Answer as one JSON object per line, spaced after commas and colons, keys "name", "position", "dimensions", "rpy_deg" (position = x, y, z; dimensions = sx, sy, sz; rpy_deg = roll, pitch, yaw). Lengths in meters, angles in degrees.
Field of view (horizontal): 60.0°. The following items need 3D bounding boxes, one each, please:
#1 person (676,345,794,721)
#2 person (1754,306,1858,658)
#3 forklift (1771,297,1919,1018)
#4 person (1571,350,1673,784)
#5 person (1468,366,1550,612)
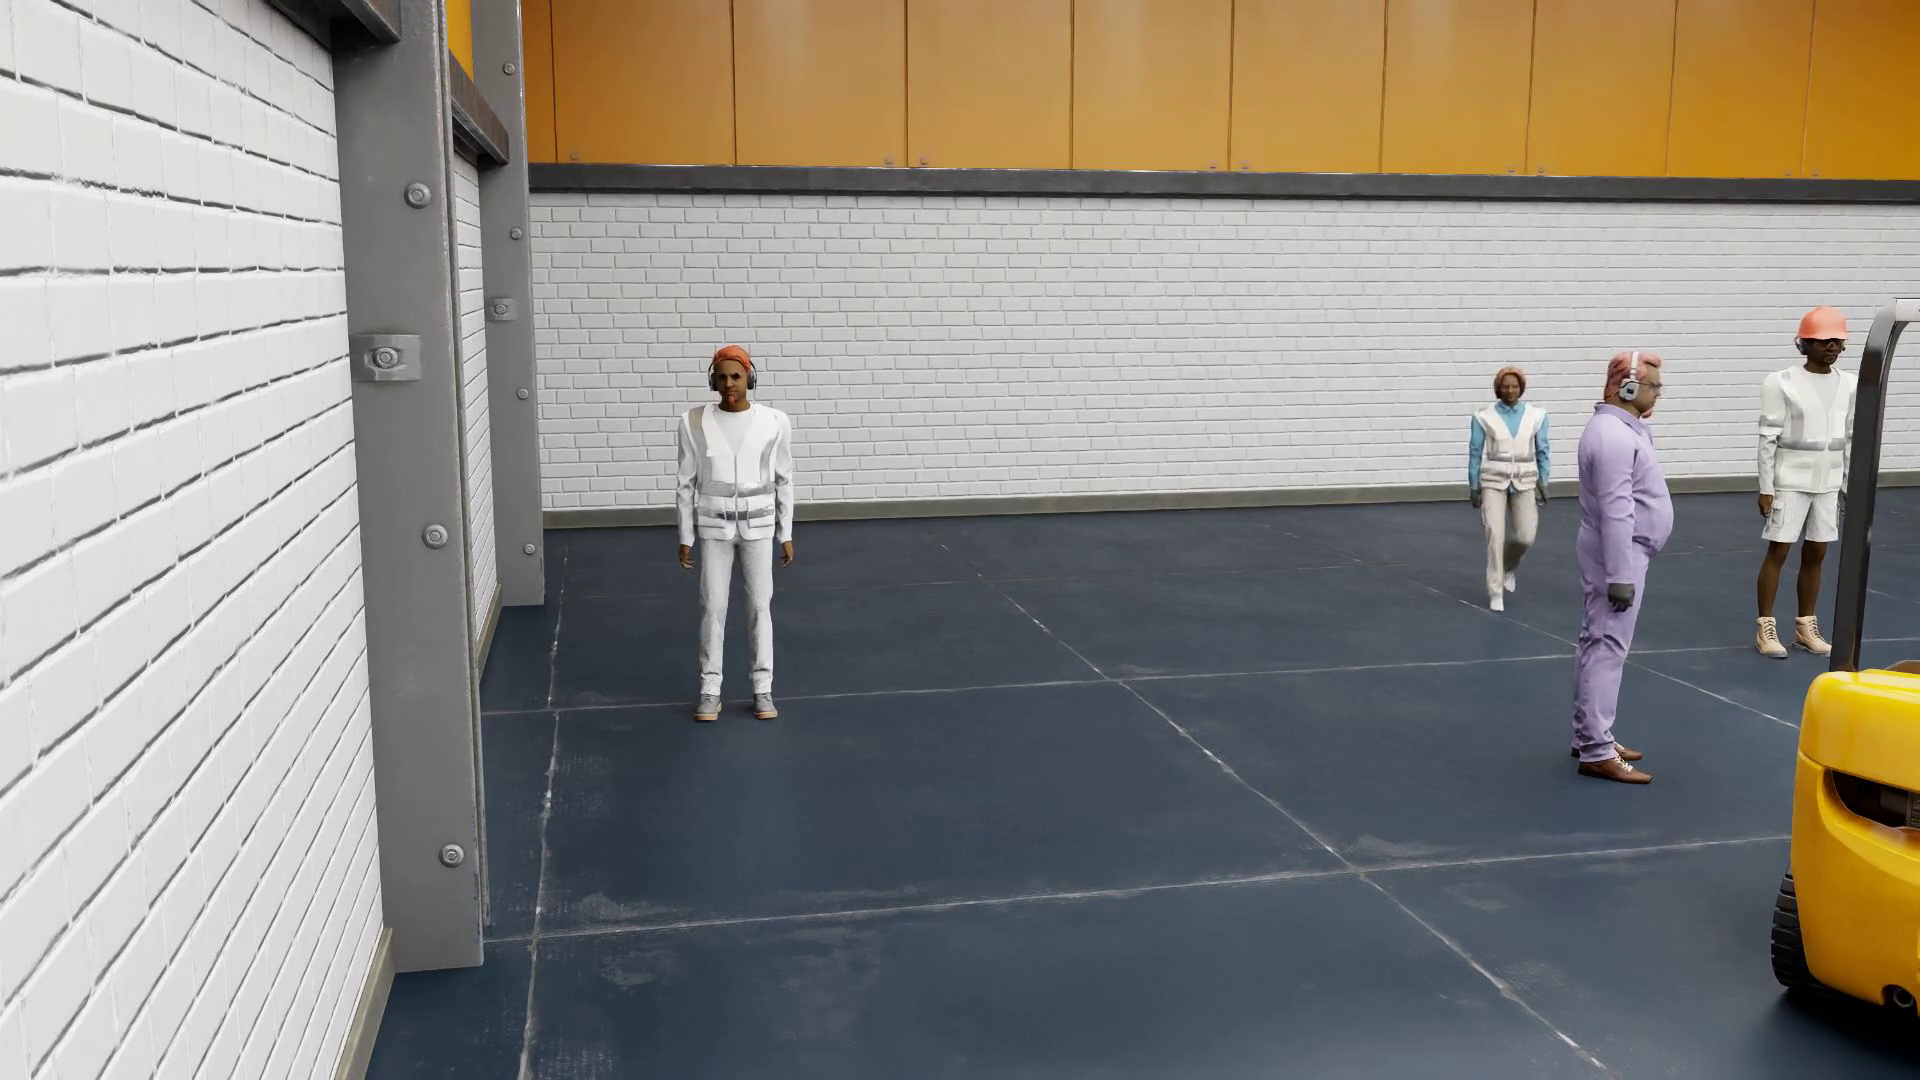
{"name": "person", "position": [-1.123, -0.029, 8.330], "dimensions": [0.584, 1.882, 0.337], "rpy_deg": [-1, 9, -8]}
{"name": "person", "position": [4.932, -0.326, 9.653], "dimensions": [0.605, 2.045, 0.377], "rpy_deg": [-1, 9, -6]}
{"name": "forklift", "position": [3.542, 0.334, 5.177], "dimensions": [2.313, 2.155, 1.214], "rpy_deg": [-9, 13, -43]}
{"name": "person", "position": [2.948, 0.110, 7.427], "dimensions": [0.410, 1.906, 0.642], "rpy_deg": [3, 10, 17]}
{"name": "person", "position": [3.644, -0.354, 11.103], "dimensions": [0.527, 1.622, 0.510], "rpy_deg": [1, 9, 7]}
